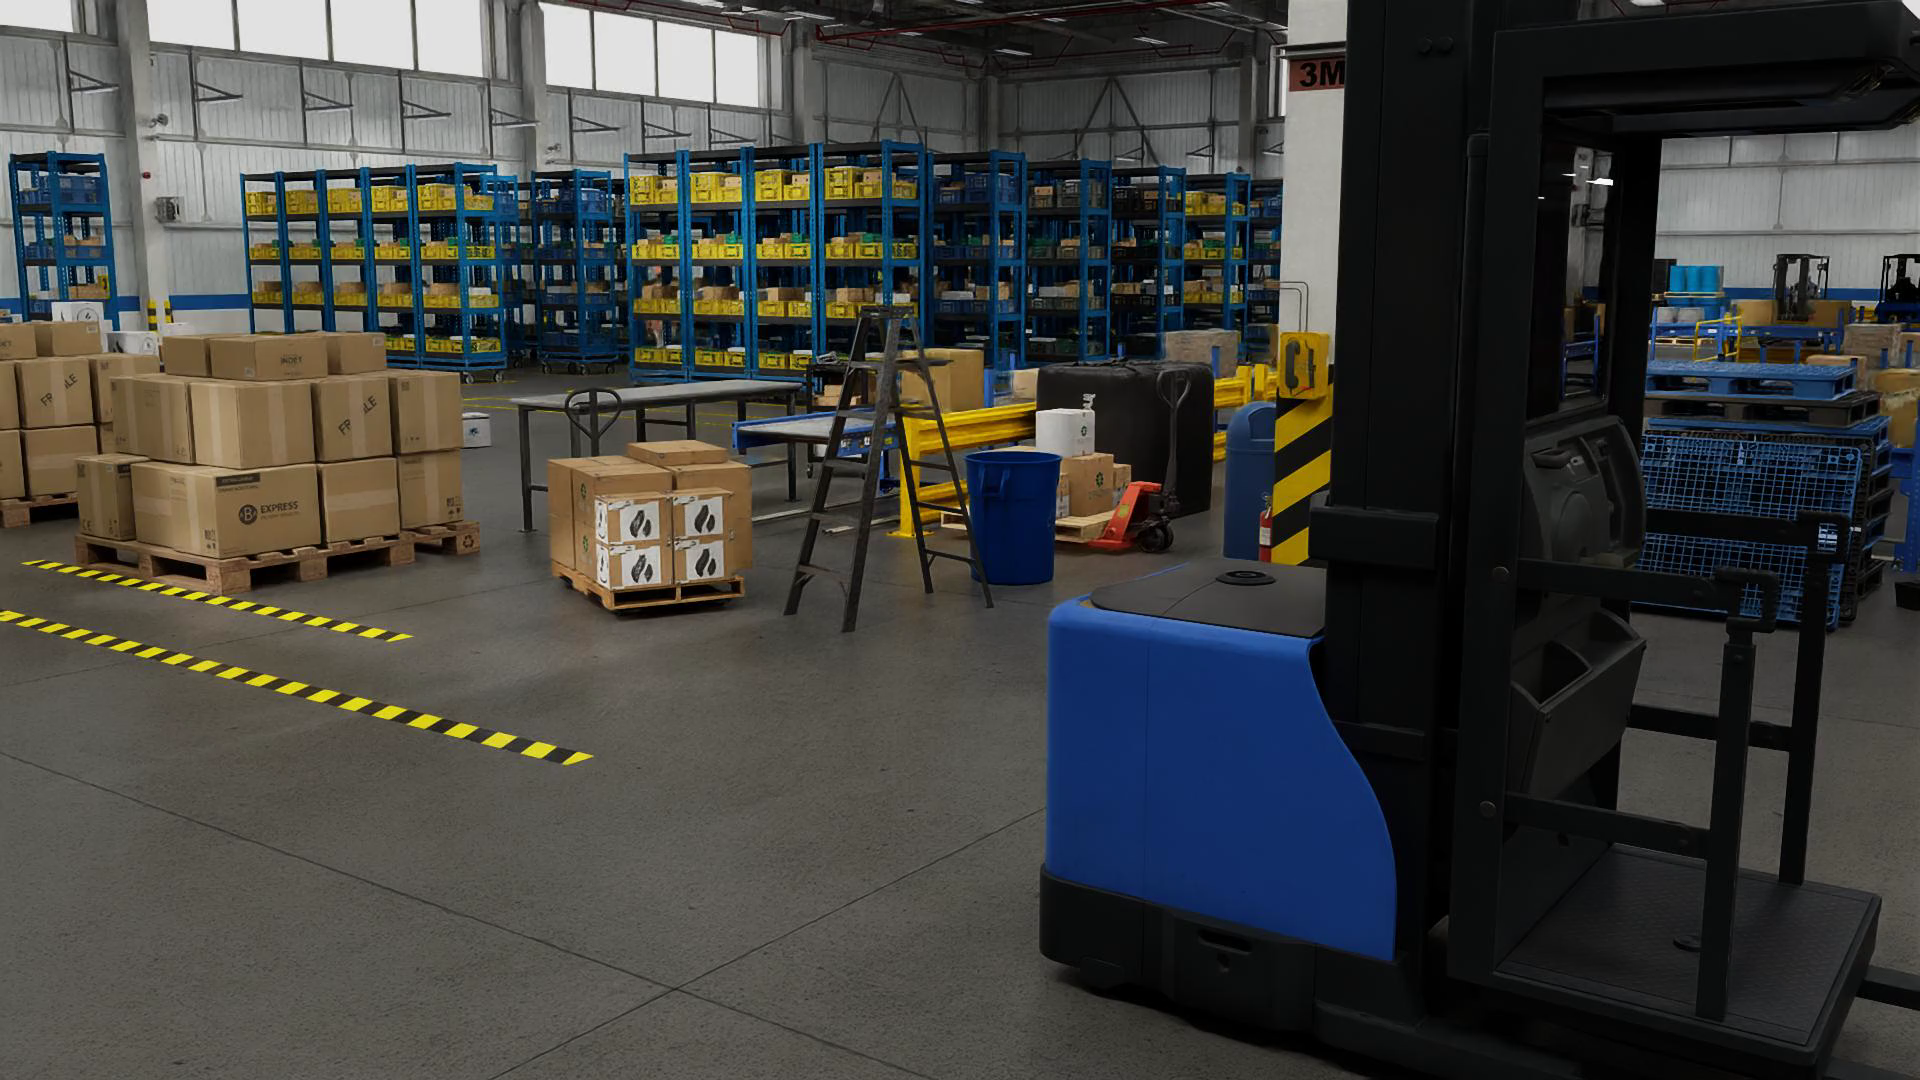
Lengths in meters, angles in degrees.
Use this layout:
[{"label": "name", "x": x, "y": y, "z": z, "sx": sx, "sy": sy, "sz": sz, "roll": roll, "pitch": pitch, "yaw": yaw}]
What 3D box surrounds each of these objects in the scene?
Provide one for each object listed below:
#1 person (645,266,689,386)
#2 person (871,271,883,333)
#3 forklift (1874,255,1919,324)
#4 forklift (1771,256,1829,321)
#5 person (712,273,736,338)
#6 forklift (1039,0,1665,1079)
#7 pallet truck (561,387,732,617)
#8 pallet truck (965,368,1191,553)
[{"label": "person", "x": -4.797, "y": -3.521, "z": 27.305, "sx": 0.638, "sy": 1.938, "sz": 1.025, "roll": 3, "pitch": 10, "yaw": 15}, {"label": "person", "x": -1.698, "y": -4.519, "z": 33.595, "sx": 0.404, "sy": 1.824, "sz": 0.591, "roll": 1, "pitch": 10, "yaw": 8}, {"label": "forklift", "x": 22.089, "y": -5.634, "z": 38.796, "sx": 1.157, "sy": 1.987, "sz": 2.680, "roll": 6, "pitch": 11, "yaw": 33}, {"label": "forklift", "x": 20.253, "y": -5.854, "z": 40.139, "sx": 1.157, "sy": 1.987, "sz": 2.680, "roll": 7, "pitch": 12, "yaw": 35}, {"label": "person", "x": -4.648, "y": -4.396, "z": 32.958, "sx": 0.978, "sy": 1.787, "sz": 0.587, "roll": 6, "pitch": 11, "yaw": 30}, {"label": "forklift", "x": 1.249, "y": -0.137, "z": 4.360, "sx": 1.873, "sy": 2.768, "sz": 1.129, "roll": 7, "pitch": 12, "yaw": 35}, {"label": "pallet truck", "x": -1.981, "y": -0.274, "z": 10.088, "sx": 0.680, "sy": 1.201, "sz": 1.601, "roll": -5, "pitch": 11, "yaw": -28}, {"label": "pallet truck", "x": 0.845, "y": -0.609, "z": 11.869, "sx": 1.630, "sy": 1.274, "sz": 0.653, "roll": 7, "pitch": 12, "yaw": 35}]
